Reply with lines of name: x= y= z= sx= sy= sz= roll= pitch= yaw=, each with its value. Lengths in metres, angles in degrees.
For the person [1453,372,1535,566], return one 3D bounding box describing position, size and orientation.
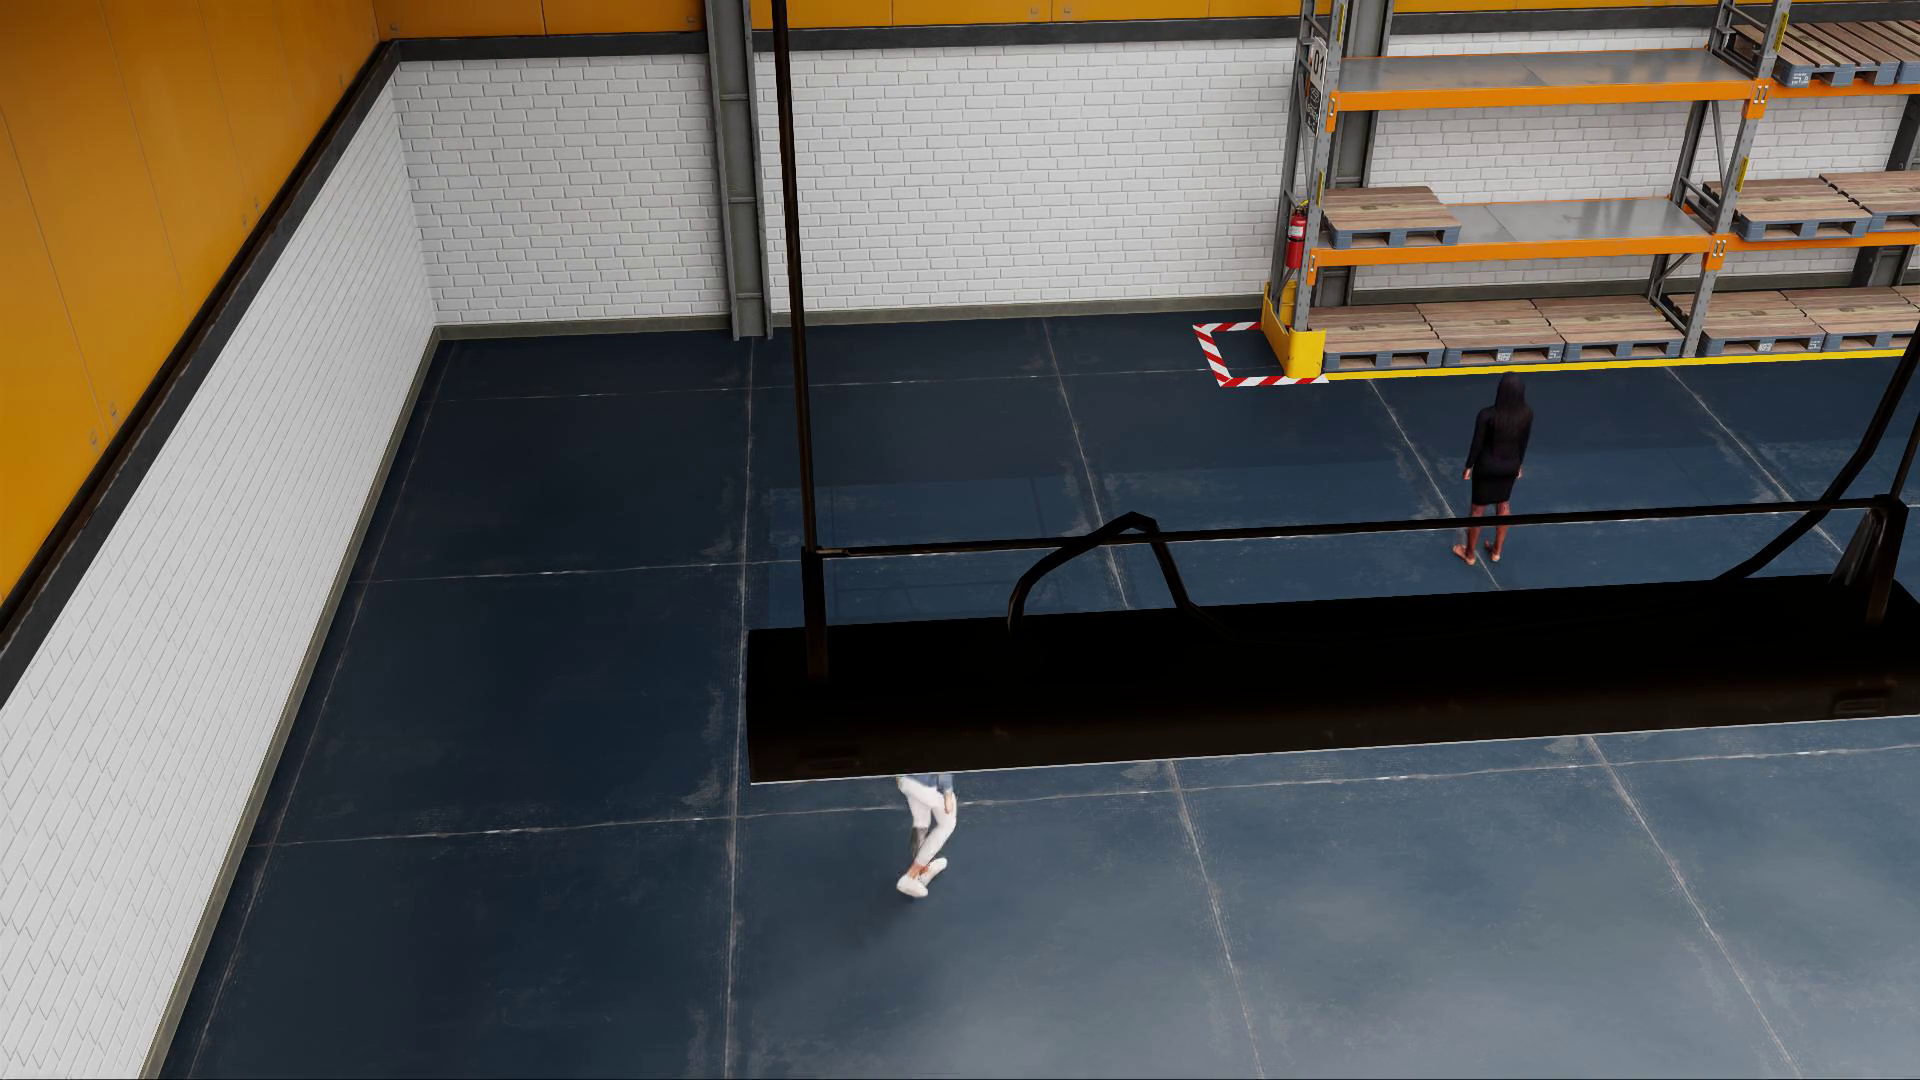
person: x=4.230 y=-0.551 z=13.110 sx=0.502 sy=1.720 sz=0.703 roll=-5 pitch=34 yaw=-8
